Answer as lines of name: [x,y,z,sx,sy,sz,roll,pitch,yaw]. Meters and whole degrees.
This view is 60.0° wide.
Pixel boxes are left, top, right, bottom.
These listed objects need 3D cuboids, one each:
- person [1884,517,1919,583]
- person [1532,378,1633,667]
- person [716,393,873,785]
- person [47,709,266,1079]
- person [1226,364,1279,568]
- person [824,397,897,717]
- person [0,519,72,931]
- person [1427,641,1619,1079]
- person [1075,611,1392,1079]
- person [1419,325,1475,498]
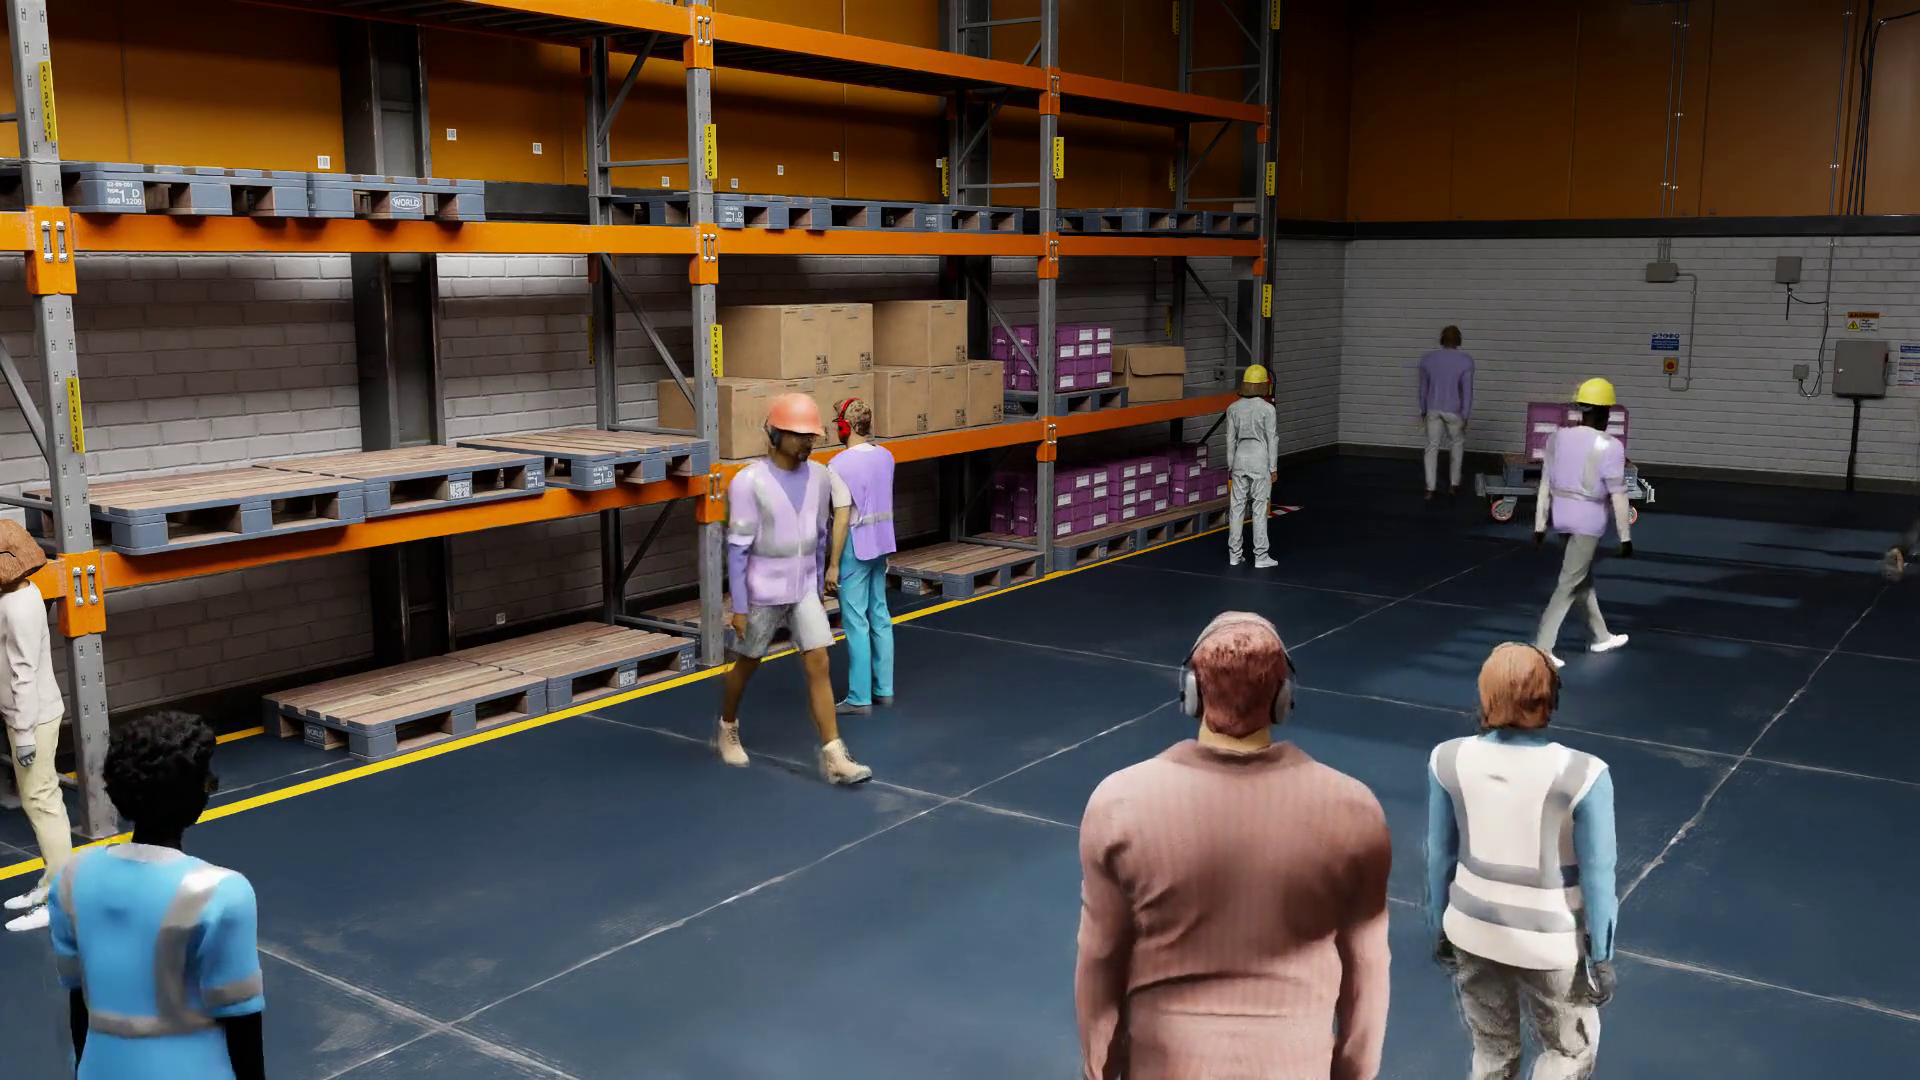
person: [7.877,-0.508,13.345,0.798,1.822,0.531,-3,10,-19]
person: [4.061,-0.113,10.820,1.012,1.871,0.610,-5,11,-25]
person: [-0.895,0.239,8.418,0.652,1.977,1.094,-8,12,-40]
person: [-1.729,1.208,3.527,0.539,1.683,0.559,4,10,23]
person: [2.522,-0.637,14.314,0.484,1.745,0.297,8,12,38]
person: [-0.565,0.102,9.609,0.374,1.843,0.568,6,11,31]
person: [-3.697,0.722,6.579,0.277,1.629,0.496,-6,11,-30]
person: [1.462,1.083,4.417,0.533,1.619,0.420,8,13,41]
person: [0.569,1.094,3.530,0.650,1.906,0.404,1,10,4]
person: [5.433,-1.429,18.550,0.648,1.909,0.843,6,11,32]
